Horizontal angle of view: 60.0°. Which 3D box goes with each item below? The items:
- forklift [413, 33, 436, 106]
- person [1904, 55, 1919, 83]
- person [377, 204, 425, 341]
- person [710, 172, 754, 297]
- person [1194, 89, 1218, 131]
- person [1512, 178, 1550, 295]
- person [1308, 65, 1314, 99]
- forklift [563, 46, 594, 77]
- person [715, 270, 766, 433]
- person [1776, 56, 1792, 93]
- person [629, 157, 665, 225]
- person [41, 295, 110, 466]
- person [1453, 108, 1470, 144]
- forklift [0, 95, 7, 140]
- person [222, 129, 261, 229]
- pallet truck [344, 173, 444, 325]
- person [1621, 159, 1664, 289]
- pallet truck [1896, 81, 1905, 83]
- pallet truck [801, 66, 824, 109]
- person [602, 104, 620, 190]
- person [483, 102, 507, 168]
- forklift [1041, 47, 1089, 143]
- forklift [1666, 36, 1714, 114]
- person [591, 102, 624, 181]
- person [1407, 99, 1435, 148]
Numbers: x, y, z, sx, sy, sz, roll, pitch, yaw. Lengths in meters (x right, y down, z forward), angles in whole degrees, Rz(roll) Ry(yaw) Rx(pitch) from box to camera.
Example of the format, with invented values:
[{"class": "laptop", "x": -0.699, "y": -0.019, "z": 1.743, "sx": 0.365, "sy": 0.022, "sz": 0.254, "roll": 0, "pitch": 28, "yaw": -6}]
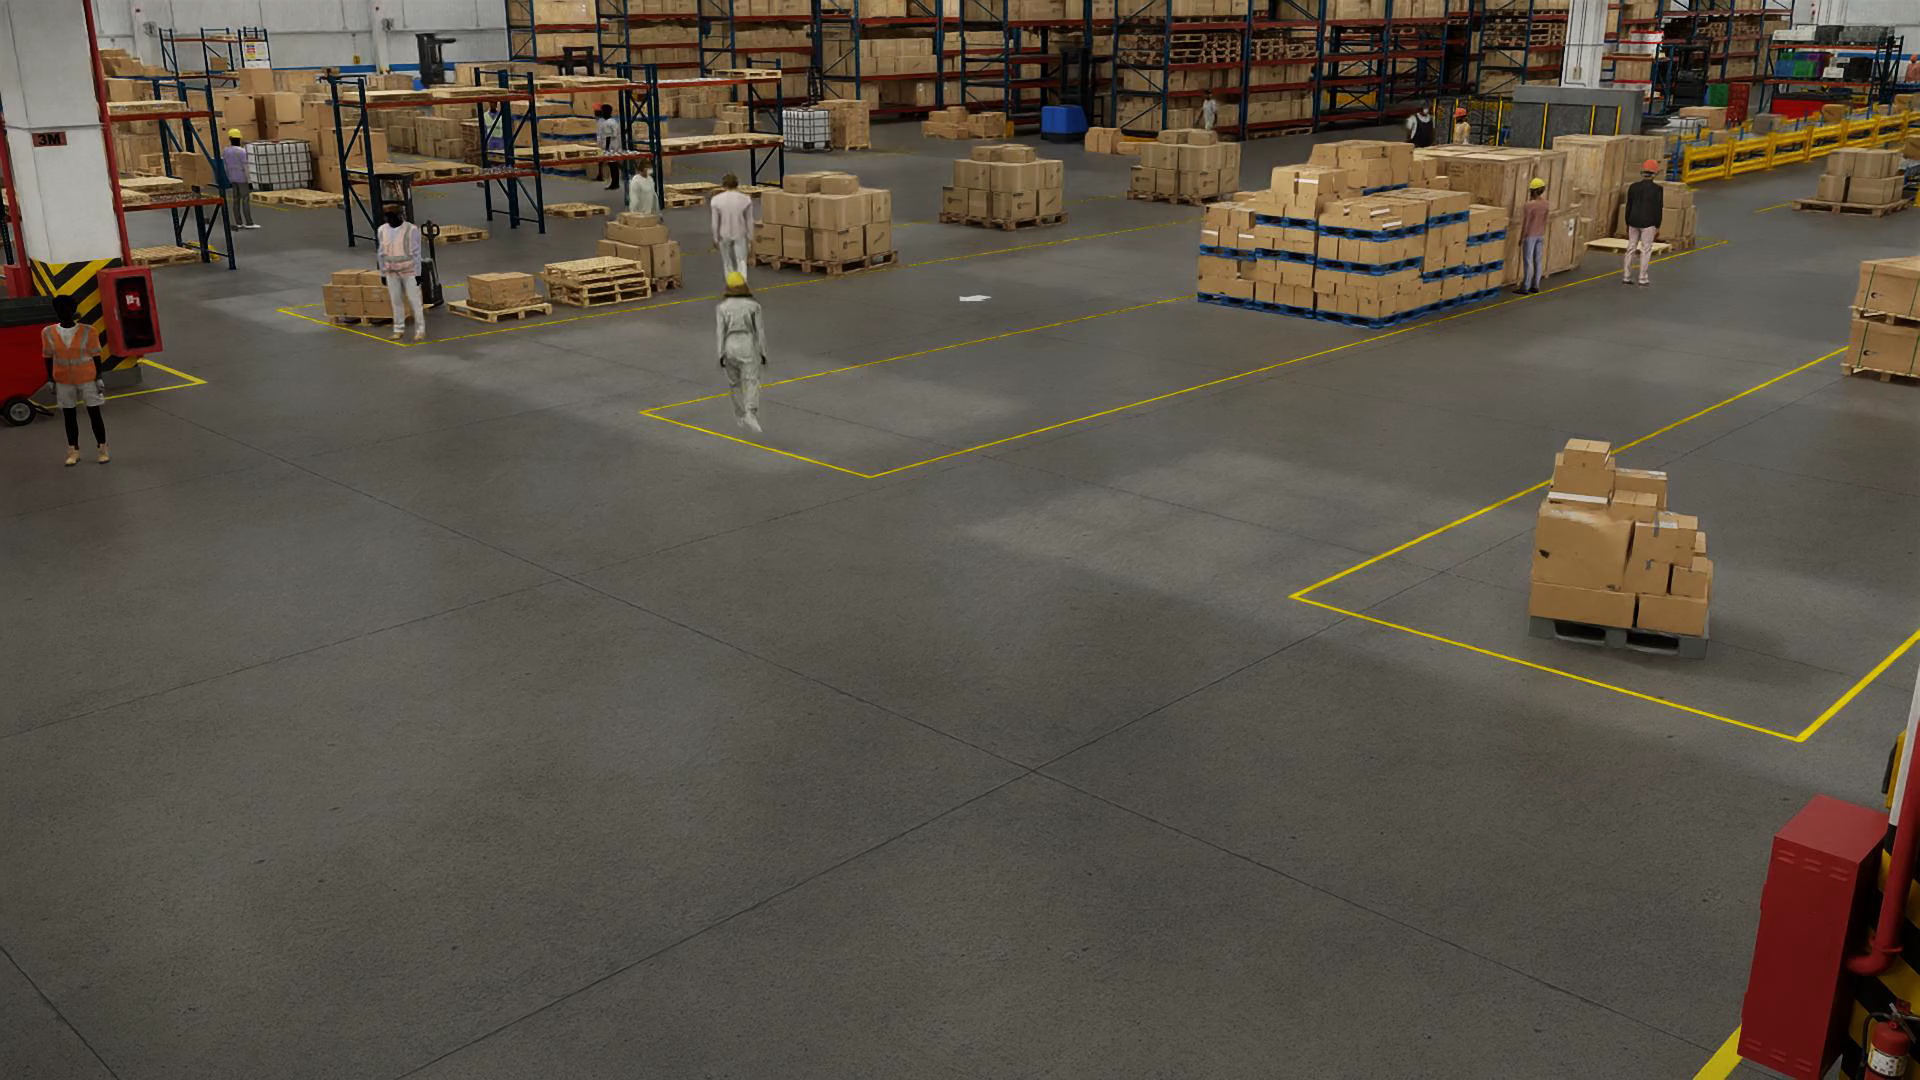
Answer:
[{"class": "forklift", "x": -21.124, "y": -18.666, "z": 66.019, "sx": 1.873, "sy": 2.768, "sz": 1.129, "roll": 3, "pitch": 19, "yaw": 9}, {"class": "person", "x": 38.327, "y": -18.535, "z": 67.024, "sx": 0.393, "sy": 1.985, "sz": 0.611, "roll": -7, "pitch": 20, "yaw": -19}, {"class": "person", "x": -7.444, "y": -3.553, "z": 22.136, "sx": 0.629, "sy": 1.832, "sz": 0.430, "roll": 2, "pitch": 19, "yaw": 7}, {"class": "person", "x": -3.409, "y": -4.546, "z": 24.985, "sx": 0.630, "sy": 1.922, "sz": 0.598, "roll": -5, "pitch": 19, "yaw": -14}, {"class": "person", "x": 6.926, "y": -11.753, "z": 46.852, "sx": 1.002, "sy": 1.812, "sz": 0.493, "roll": -7, "pitch": 20, "yaw": -21}, {"class": "person", "x": 8.802, "y": -4.668, "z": 25.588, "sx": 0.525, "sy": 1.769, "sz": 0.313, "roll": -11, "pitch": 21, "yaw": -30}, {"class": "person", "x": 13.024, "y": -16.566, "z": 61.341, "sx": 0.449, "sy": 1.838, "sz": 0.630, "roll": 6, "pitch": 19, "yaw": 17}, {"class": "forklift", "x": -11.745, "y": -13.879, "z": 51.597, "sx": 1.873, "sy": 2.768, "sz": 1.129, "roll": 16, "pitch": 24, "yaw": 40}, {"class": "person", "x": -2.319, "y": -1.962, "z": 17.531, "sx": 0.506, "sy": 1.703, "sz": 0.787, "roll": -1, "pitch": 18, "yaw": -3}, {"class": "person", "x": 33.159, "y": -18.457, "z": 66.862, "sx": 0.630, "sy": 1.940, "sz": 0.372, "roll": 8, "pitch": 20, "yaw": 24}, {"class": "person", "x": -5.042, "y": -5.282, "z": 27.219, "sx": 0.922, "sy": 1.901, "sz": 0.635, "roll": 4, "pitch": 19, "yaw": 12}, {"class": "person", "x": -8.697, "y": -1.572, "z": 16.364, "sx": 0.535, "sy": 1.700, "sz": 0.318, "roll": -5, "pitch": 19, "yaw": -15}, {"class": "person", "x": 11.473, "y": -8.959, "z": 38.279, "sx": 0.391, "sy": 1.924, "sz": 0.548, "roll": -4, "pitch": 19, "yaw": -11}, {"class": "forklift", "x": -29.721, "y": -13.726, "z": 51.136, "sx": 1.129, "sy": 2.768, "sz": 1.873, "roll": 13, "pitch": 23, "yaw": 35}, {"class": "person", "x": -14.087, "y": -7.055, "z": 32.523, "sx": 0.587, "sy": 1.930, "sz": 0.362, "roll": 7, "pitch": 20, "yaw": 21}, {"class": "pallet truck", "x": -8.209, "y": -4.181, "z": 23.757, "sx": 0.823, "sy": 1.965, "sz": 1.885, "roll": 3, "pitch": 19, "yaw": 9}, {"class": "person", "x": 10.720, "y": -4.948, "z": 26.077, "sx": 0.387, "sy": 1.992, "sz": 0.621, "roll": -13, "pitch": 22, "yaw": -34}, {"class": "pallet truck", "x": 34.802, "y": -16.331, "z": 61.455, "sx": 0.653, "sy": 1.274, "sz": 1.630, "roll": 17, "pitch": 25, "yaw": 41}, {"class": "pallet truck", "x": -4.812, "y": -15.182, "z": 56.903, "sx": 0.823, "sy": 1.965, "sz": 1.885, "roll": -9, "pitch": 21, "yaw": -26}, {"class": "person", "x": -8.172, "y": -9.173, "z": 38.845, "sx": 0.367, "sy": 1.967, "sz": 0.602, "roll": 2, "pitch": 18, "yaw": 7}, {"class": "person", "x": -11.551, "y": -9.998, "z": 41.405, "sx": 0.588, "sy": 1.922, "sz": 0.392, "roll": -1, "pitch": 18, "yaw": -2}, {"class": "forklift", "x": 3.460, "y": -13.673, "z": 50.976, "sx": 1.129, "sy": 2.768, "sz": 1.873, "roll": 17, "pitch": 25, "yaw": 41}, {"class": "forklift", "x": 27.341, "y": -17.291, "z": 61.877, "sx": 1.129, "sy": 2.768, "sz": 1.873, "roll": 17, "pitch": 25, "yaw": 41}, {"class": "person", "x": -8.593, "y": -9.691, "z": 40.523, "sx": 0.815, "sy": 1.905, "sz": 0.556, "roll": 0, "pitch": 18, "yaw": 0}, {"class": "person", "x": 11.070, "y": -9.621, "z": 40.081, "sx": 0.683, "sy": 2.000, "sz": 0.813, "roll": -5, "pitch": 19, "yaw": -13}]
